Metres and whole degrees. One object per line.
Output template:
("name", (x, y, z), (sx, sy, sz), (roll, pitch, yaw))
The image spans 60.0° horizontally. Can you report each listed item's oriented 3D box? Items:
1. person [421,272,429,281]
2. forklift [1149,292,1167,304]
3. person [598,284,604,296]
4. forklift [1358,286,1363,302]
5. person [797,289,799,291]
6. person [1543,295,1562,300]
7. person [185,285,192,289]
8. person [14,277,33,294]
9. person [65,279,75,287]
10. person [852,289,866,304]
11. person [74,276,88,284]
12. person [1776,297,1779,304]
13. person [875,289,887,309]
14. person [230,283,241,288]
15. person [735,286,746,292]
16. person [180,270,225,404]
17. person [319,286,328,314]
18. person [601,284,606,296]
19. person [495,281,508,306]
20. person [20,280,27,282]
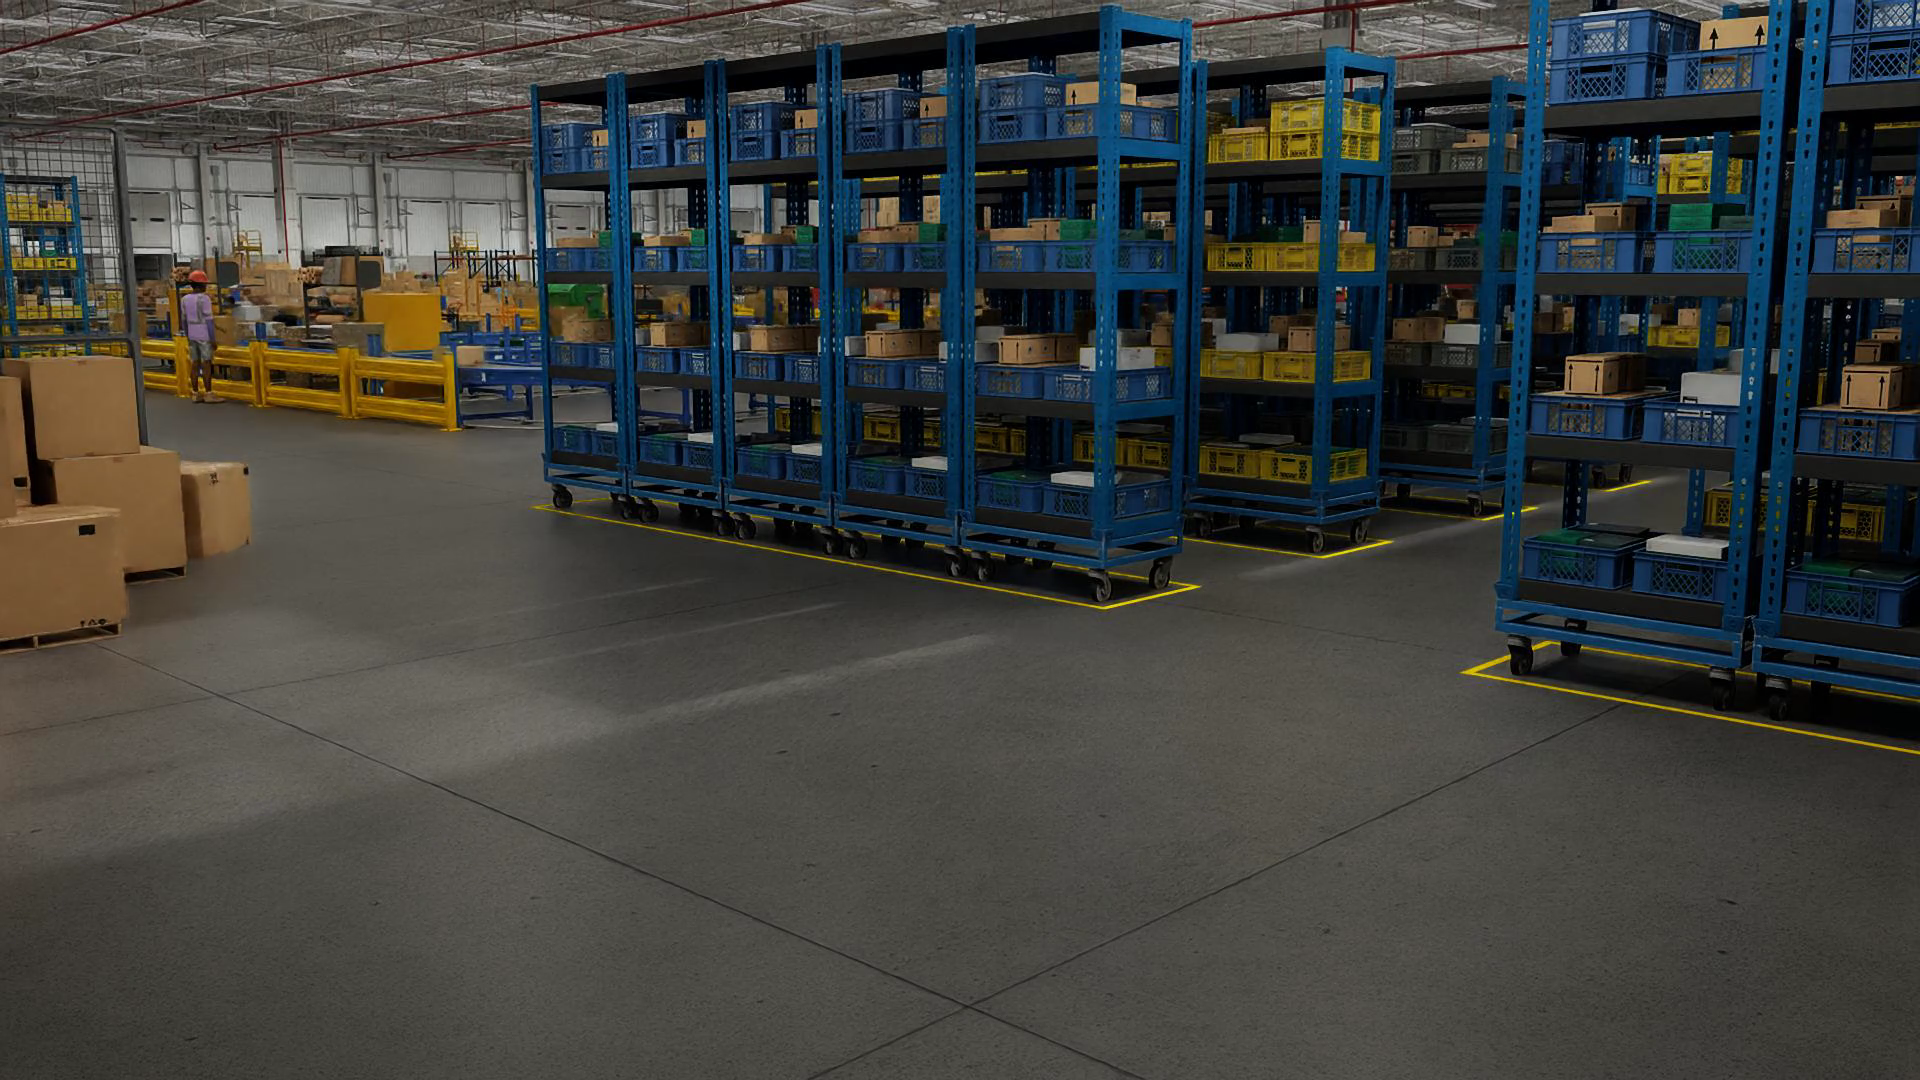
("person", (-28.746, -13.418, 89.262), (0.967, 1.886, 0.557), (-7, 12, -38))
("forklift", (7.493, -9.620, 62.930), (1.873, 2.768, 1.129), (9, 13, 43))
("person", (-13.149, -8.692, 60.709), (0.428, 1.751, 0.523), (-1, 9, -9))
("forklift", (11.100, -7.017, 46.970), (1.873, 2.768, 1.129), (9, 13, 43))
("person", (-6.822, -10.613, 72.197), (0.952, 1.851, 0.589), (4, 10, 24))
("person", (11.131, -3.976, 31.349), (0.614, 1.905, 0.971), (-7, 11, -35))
("person", (-27.057, -8.382, 58.476), (0.503, 1.862, 0.329), (5, 10, 26))
("person", (-29.843, -7.539, 53.099), (0.539, 1.929, 0.383), (-9, 13, -44))
("person", (-41.641, -11.532, 77.685), (1.005, 1.871, 0.703), (4, 10, 21))
("person", (-3.805, -9.139, 62.754), (0.628, 1.971, 0.677), (-4, 10, -21))
("person", (-42.311, -11.910, 80.146), (0.621, 1.845, 0.430), (-4, 10, -25))
("person", (11.078, -2.547, 22.901), (0.817, 1.782, 0.592), (7, 12, 36))
("person", (-2.874, -8.468, 59.355), (0.529, 1.750, 0.642), (-9, 13, -43))
("person", (-27.262, -9.083, 62.579), (0.593, 1.920, 0.392), (5, 10, 27))
("person", (-8.389, -9.130, 62.490), (0.690, 2.000, 0.538), (-1, 9, -6))
("person", (-11.651, -3.108, 25.557), (0.605, 2.045, 0.379), (4, 10, 26))
("person", (-22.229, -8.262, 57.818), (0.956, 1.820, 0.560), (-6, 11, -31))
("person", (-13.452, -9.089, 62.553), (0.369, 1.939, 0.542), (2, 9, 11))
("person", (-16.116, -8.302, 58.498), (0.535, 1.693, 0.319), (5, 11, 30))
("person", (-39.907, -10.357, 70.936), (0.453, 1.727, 0.506), (0, 9, -3))
